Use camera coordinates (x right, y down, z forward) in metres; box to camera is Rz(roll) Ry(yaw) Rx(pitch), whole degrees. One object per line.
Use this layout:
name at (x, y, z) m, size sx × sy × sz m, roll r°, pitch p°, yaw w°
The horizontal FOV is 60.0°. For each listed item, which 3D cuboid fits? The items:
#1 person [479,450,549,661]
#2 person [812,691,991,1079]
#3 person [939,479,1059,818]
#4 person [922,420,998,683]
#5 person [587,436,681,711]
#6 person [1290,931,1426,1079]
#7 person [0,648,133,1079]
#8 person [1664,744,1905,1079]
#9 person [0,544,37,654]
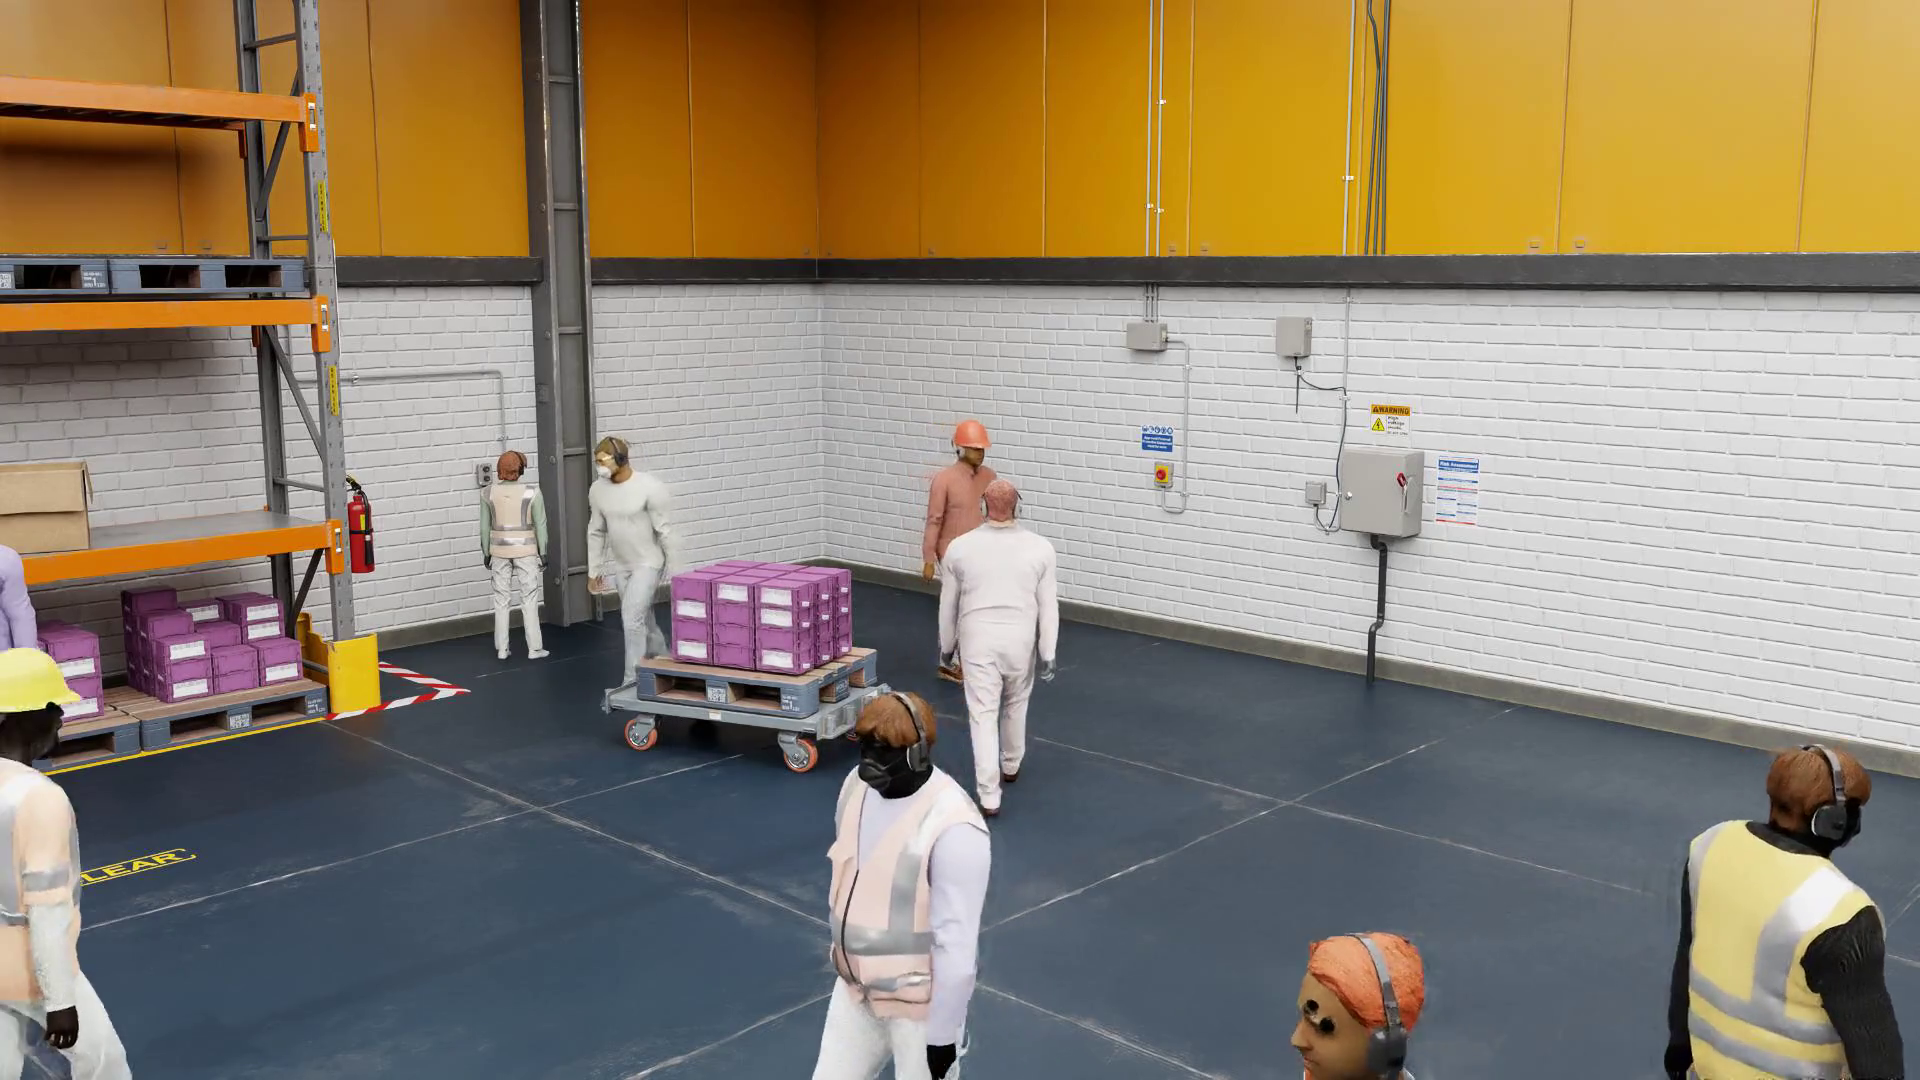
person at (-3.448, 0.126, 12.881) m, size 0.522 × 1.638 × 0.311 m, roll 0°, pitch 9°, yaw 3°
person at (-0.170, 1.330, 4.927) m, size 0.450 × 1.822 × 0.653 m, roll -7°, pitch 12°, yaw -37°
person at (0.215, 0.574, 9.461) m, size 0.669 × 1.850 × 0.980 m, roll 0°, pitch 9°, yaw 0°
person at (0.117, 0.122, 11.940) m, size 0.914 × 1.954 × 0.637 m, roll 8°, pitch 12°, yaw 40°
person at (-2.283, 0.221, 11.520) m, size 0.646 × 1.887 × 0.912 m, roll 6°, pitch 11°, yaw 33°
person at (0.871, 1.605, 3.115) m, size 0.705 × 1.867 × 0.587 m, roll -1°, pitch 9°, yaw -8°
person at (-2.769, 1.253, 5.167) m, size 0.612 × 1.893 × 0.870 m, roll 5°, pitch 11°, yaw 30°
person at (2.282, 1.422, 4.422) m, size 0.918 × 1.799 × 0.660 m, roll -1°, pitch 9°, yaw -8°
person at (-5.214, 0.656, 8.814) m, size 0.653 × 1.906 × 0.408 m, roll -1°, pitch 9°, yaw -7°
